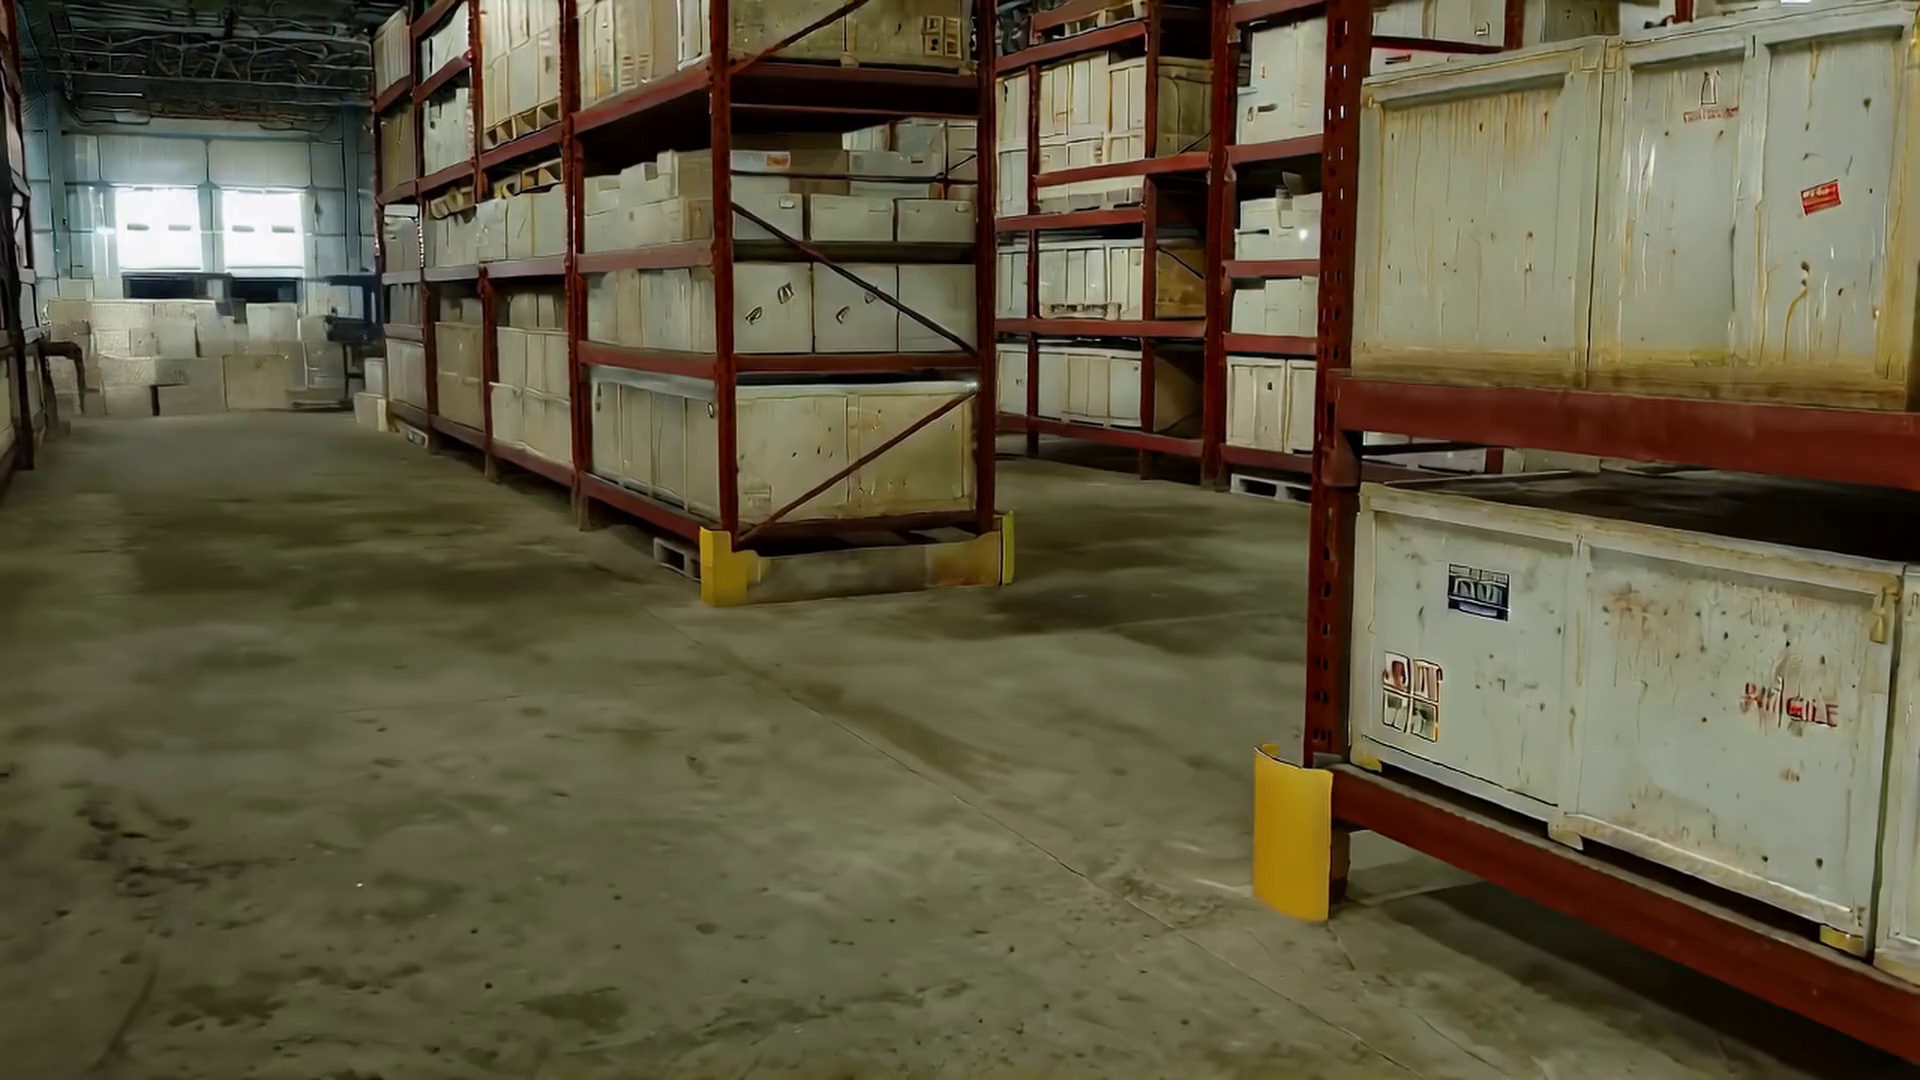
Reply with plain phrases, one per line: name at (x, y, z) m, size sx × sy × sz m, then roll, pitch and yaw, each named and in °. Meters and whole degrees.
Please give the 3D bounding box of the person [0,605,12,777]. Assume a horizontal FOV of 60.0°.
person at (-4.135, 0.113, 6.667) m, size 0.424 × 1.903 × 0.669 m, roll -5°, pitch 10°, yaw -32°

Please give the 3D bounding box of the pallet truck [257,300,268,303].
pallet truck at (-23.913, -7.404, 58.171) m, size 1.885 × 1.965 × 0.823 m, roll -1°, pitch 8°, yaw -9°

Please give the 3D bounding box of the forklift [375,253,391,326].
forklift at (-9.893, -3.687, 29.516) m, size 1.129 × 2.768 × 1.873 m, roll 6°, pitch 10°, yaw 37°

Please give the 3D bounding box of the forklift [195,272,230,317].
forklift at (-22.784, -6.786, 50.885) m, size 1.873 × 2.768 × 1.129 m, roll 6°, pitch 10°, yaw 37°
